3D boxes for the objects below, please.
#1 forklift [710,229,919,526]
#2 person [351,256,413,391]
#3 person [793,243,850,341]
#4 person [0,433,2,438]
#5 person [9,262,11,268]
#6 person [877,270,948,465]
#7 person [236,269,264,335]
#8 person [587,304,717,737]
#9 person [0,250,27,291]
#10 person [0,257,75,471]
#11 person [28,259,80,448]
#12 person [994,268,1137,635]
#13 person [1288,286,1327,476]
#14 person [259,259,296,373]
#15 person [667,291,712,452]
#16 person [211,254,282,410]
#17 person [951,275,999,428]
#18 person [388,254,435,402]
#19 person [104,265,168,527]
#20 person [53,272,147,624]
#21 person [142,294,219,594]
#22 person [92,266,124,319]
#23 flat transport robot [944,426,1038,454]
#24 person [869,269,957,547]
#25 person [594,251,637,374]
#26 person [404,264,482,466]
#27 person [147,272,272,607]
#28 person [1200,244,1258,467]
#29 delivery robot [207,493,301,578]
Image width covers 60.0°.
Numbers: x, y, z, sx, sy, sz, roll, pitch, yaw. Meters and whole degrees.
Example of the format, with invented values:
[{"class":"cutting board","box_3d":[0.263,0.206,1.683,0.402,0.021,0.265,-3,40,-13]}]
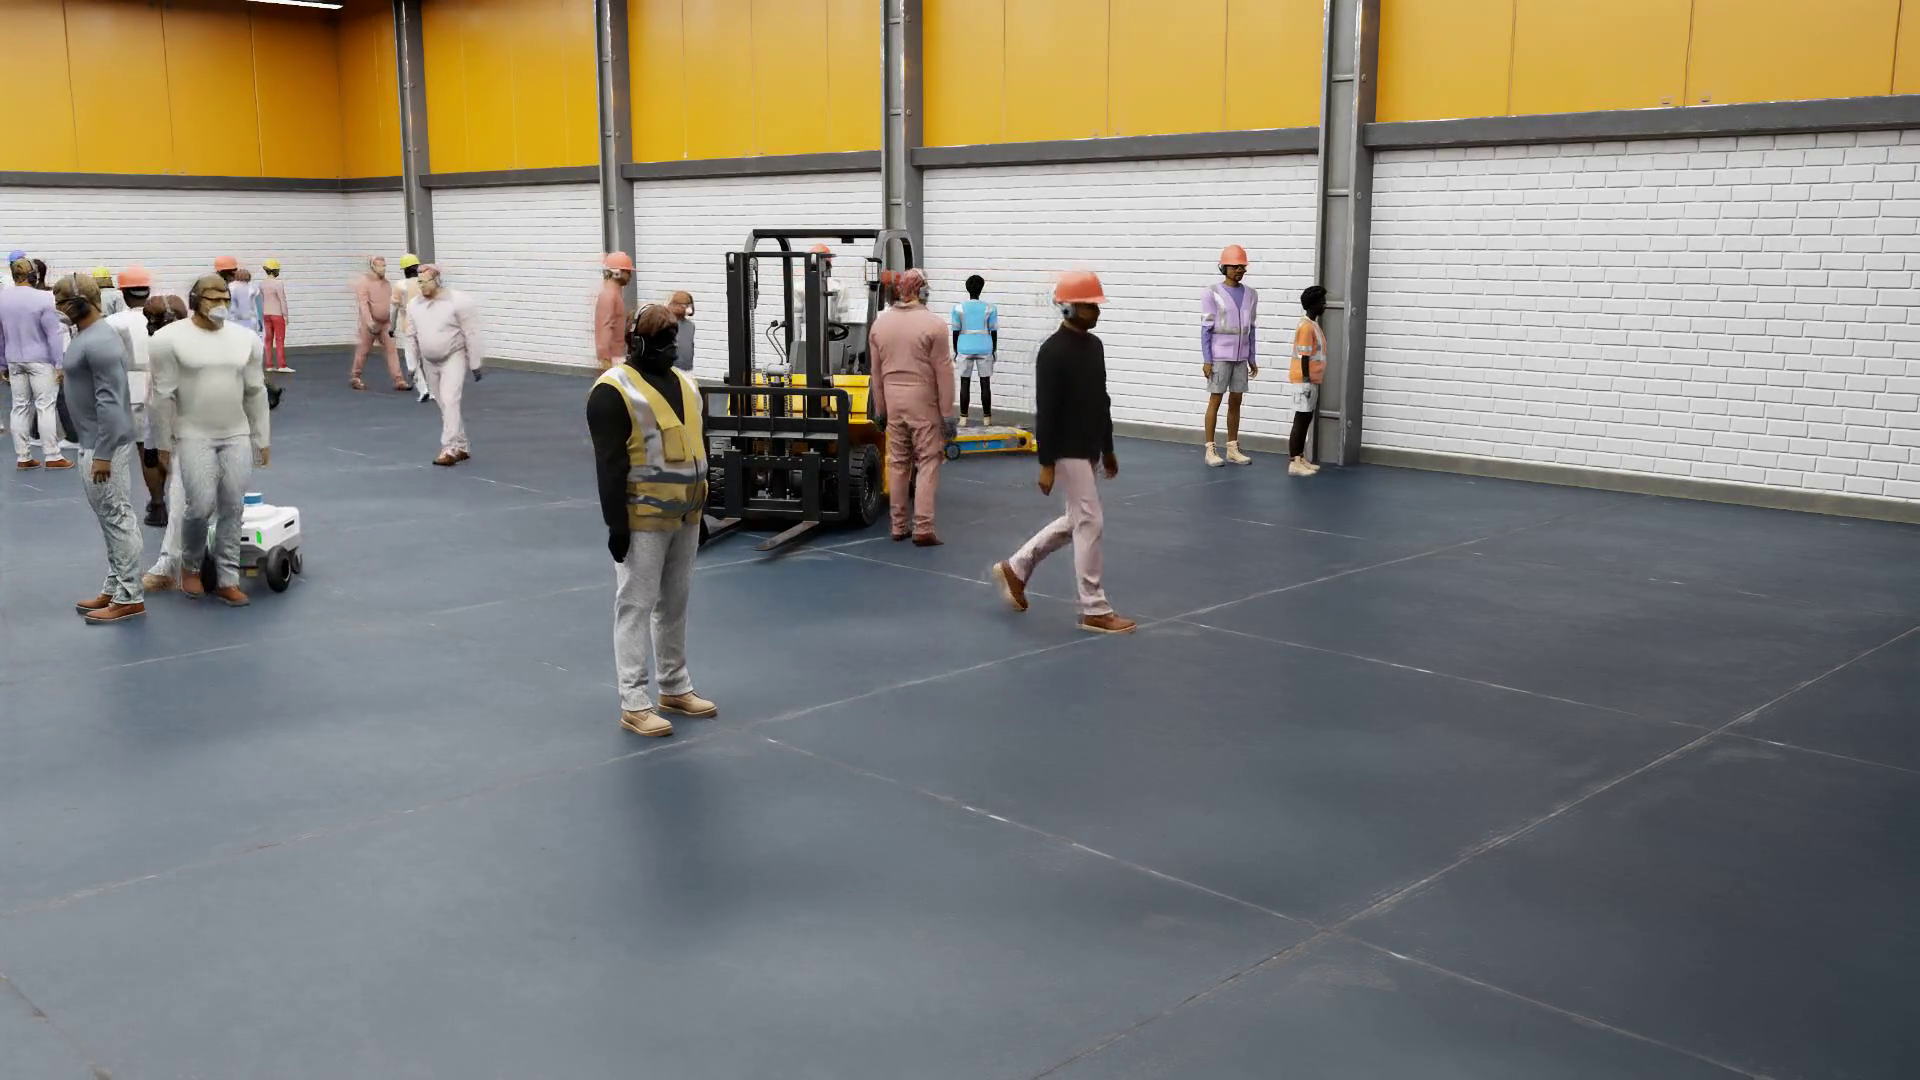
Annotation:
[{"class":"forklift","box_3d":[-1.050,-1.319,12.920,1.214,2.155,2.313,2,11,13]},{"class":"person","box_3d":[-8.051,-2.973,22.910,1.039,1.851,0.645,6,12,30]},{"class":"person","box_3d":[-1.437,-2.048,17.293,0.607,2.048,0.368,1,10,4]},{"class":"person","box_3d":[-10.468,-1.913,17.148,0.953,1.829,0.597,-7,12,-33]},{"class":"person","box_3d":[-14.025,-3.354,24.906,0.535,1.868,0.309,-6,12,-28]},{"class":"person","box_3d":[-0.653,-1.493,14.894,1.034,1.822,0.599,-4,11,-20]},{"class":"person","box_3d":[-10.789,-3.269,25.090,0.555,1.625,0.550,-4,11,-19]},{"class":"person","box_3d":[-1.303,-0.092,7.192,0.429,1.843,0.631,6,12,28]},{"class":"person","box_3d":[-13.060,-3.076,23.243,0.624,1.927,0.611,-1,10,-7]},{"class":"person","box_3d":[-8.408,-1.583,15.052,0.632,1.938,0.359,1,10,5]},{"class":"person","box_3d":[-9.244,-1.847,16.623,0.871,1.884,0.627,1,10,3]},{"class":"person","box_3d":[0.568,-0.493,9.050,0.856,1.967,0.622,5,12,26]},{"class":"person","box_3d":[3.100,-1.416,14.831,0.319,1.690,0.538,4,11,19]},{"class":"person","box_3d":[-10.656,-3.481,25.880,0.525,1.769,0.313,5,11,25]},{"class":"person","box_3d":[-2.809,-1.654,16.369,0.818,1.595,0.502,7,12,33]},{"class":"person","box_3d":[-8.460,-2.411,19.632,0.650,1.916,0.564,0,10,2]},{"class":"person","box_3d":[0.166,-2.082,18.440,0.539,1.696,0.317,0,10,-1]},{"class":"person","box_3d":[-6.961,-2.708,21.301,0.599,1.897,0.627,-10,14,-43]},{"class":"person","box_3d":[-6.094,-1.071,12.338,0.836,1.904,0.569,10,14,43]},{"class":"person","box_3d":[-4.756,-0.506,9.202,0.371,1.933,0.627,-7,12,-32]},{"class":"person","box_3d":[-4.706,-0.610,10.197,0.642,1.787,0.978,7,12,33]},{"class":"person","box_3d":[-10.837,-2.592,21.101,0.492,1.739,0.320,-3,11,-16]},{"class":"flat transport robot","box_3d":[0.103,-0.965,16.237,1.431,0.197,0.652,-4,11,-22]},{"class":"person","box_3d":[-0.330,-0.896,11.499,0.677,1.923,0.528,7,12,33]},{"class":"person","box_3d":[-3.216,-1.787,16.066,0.675,1.970,0.649,-1,10,-6]},{"class":"person","box_3d":[-4.855,-1.614,15.425,0.658,1.862,0.902,3,11,17]},{"class":"person","box_3d":[-4.265,-0.565,9.531,0.427,1.920,0.632,10,14,43]},{"class":"person","box_3d":[2.512,-1.705,15.433,0.608,2.044,0.371,-5,12,-27]},{"class":"delivery robot","box_3d":[-4.309,-0.045,10.165,0.477,0.478,0.707,0,11,-3]}]
